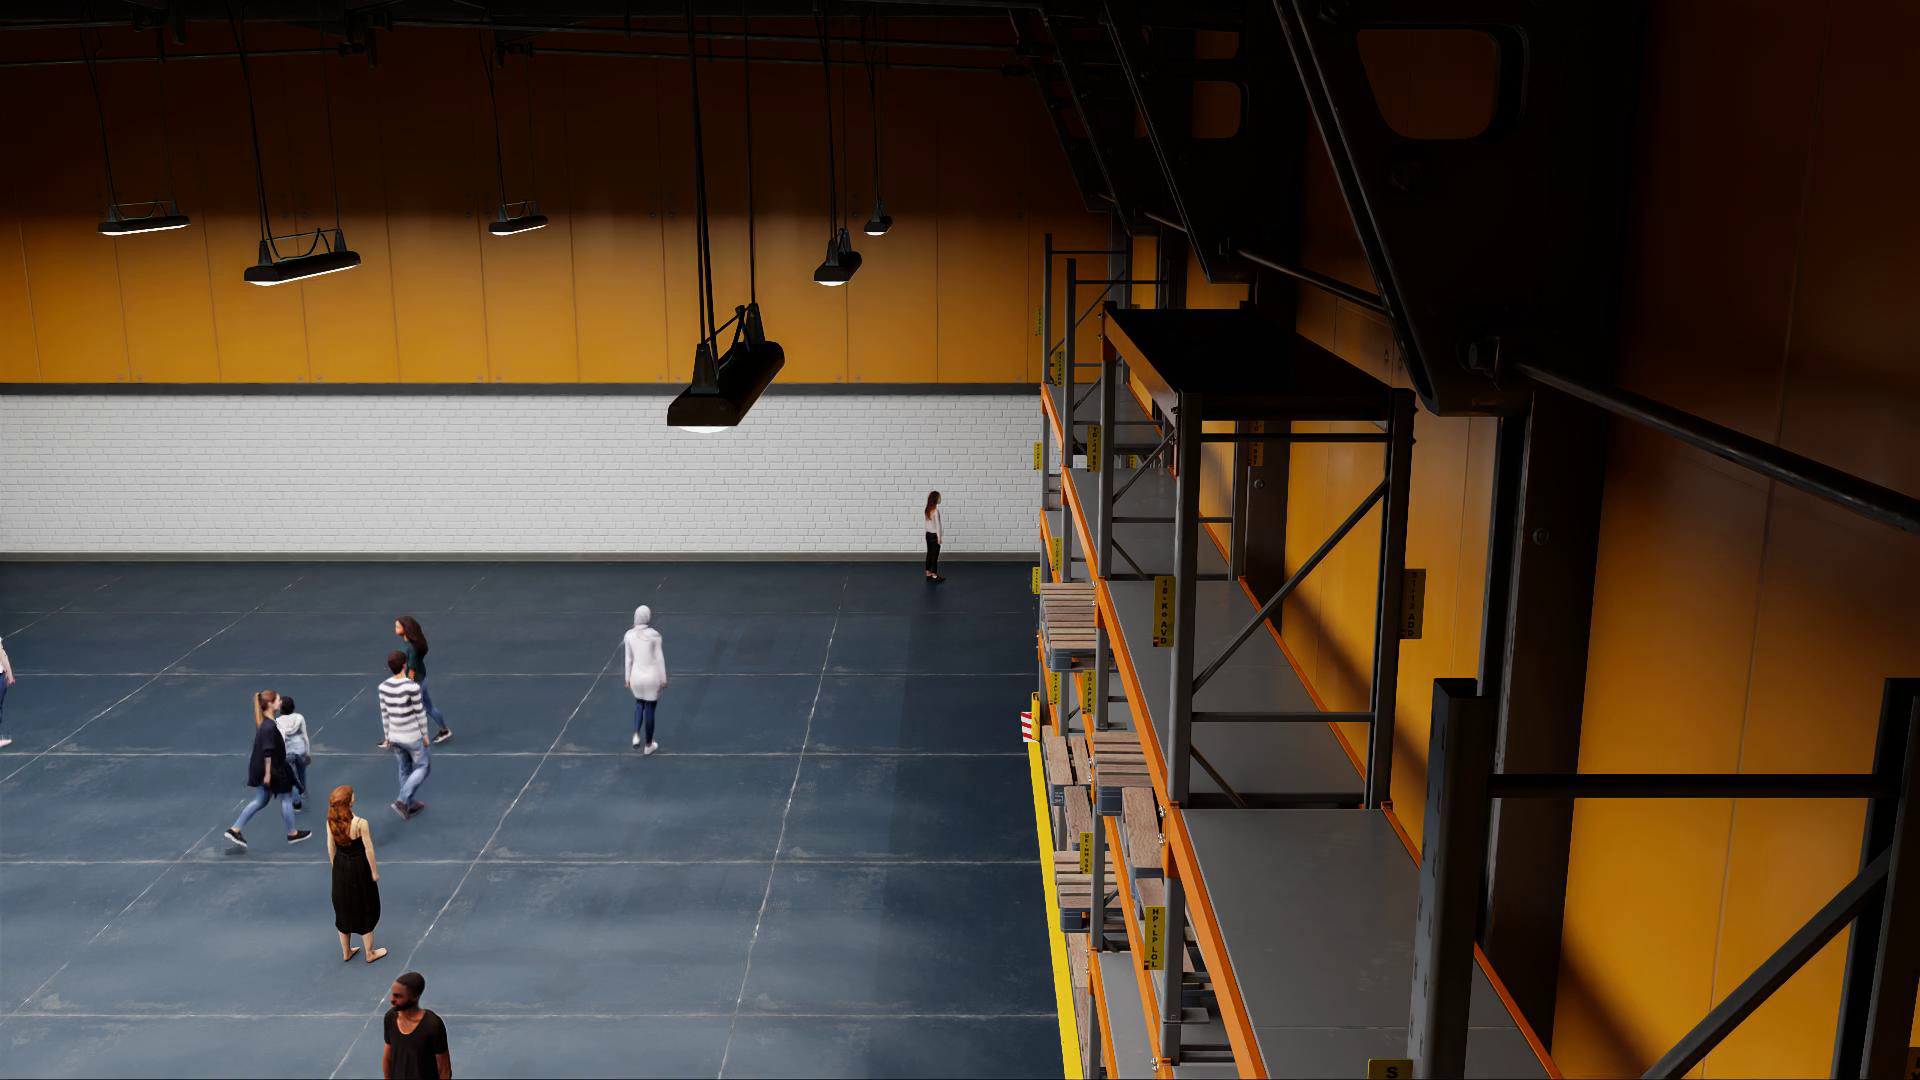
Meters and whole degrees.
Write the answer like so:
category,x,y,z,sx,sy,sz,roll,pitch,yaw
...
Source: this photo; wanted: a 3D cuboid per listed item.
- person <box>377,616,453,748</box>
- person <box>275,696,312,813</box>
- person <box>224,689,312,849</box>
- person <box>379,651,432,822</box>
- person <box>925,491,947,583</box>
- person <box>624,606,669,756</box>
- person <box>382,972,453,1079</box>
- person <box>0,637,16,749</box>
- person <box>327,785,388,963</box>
category,x,y,z,sx,sy,sz,roll,pitch,yaw
person,-6.370,1.693,19.648,1.037,1.574,1.098,-9,16,-31
person,-7.154,2.308,17.839,0.740,1.229,0.910,-7,15,-28
person,-7.067,2.343,16.800,1.014,1.652,1.079,-6,15,-24
person,-5.857,2.088,17.456,0.821,1.838,0.998,4,14,17
person,-0.439,-0.062,27.088,0.671,1.484,0.575,-9,16,-32
person,-3.693,1.663,19.359,0.697,1.768,0.718,3,14,14
person,-3.566,3.675,10.971,0.717,1.804,0.657,5,15,20
person,-11.450,1.643,19.532,0.622,1.726,0.657,4,14,15
person,-5.316,2.908,14.523,0.615,1.624,0.618,3,14,12
